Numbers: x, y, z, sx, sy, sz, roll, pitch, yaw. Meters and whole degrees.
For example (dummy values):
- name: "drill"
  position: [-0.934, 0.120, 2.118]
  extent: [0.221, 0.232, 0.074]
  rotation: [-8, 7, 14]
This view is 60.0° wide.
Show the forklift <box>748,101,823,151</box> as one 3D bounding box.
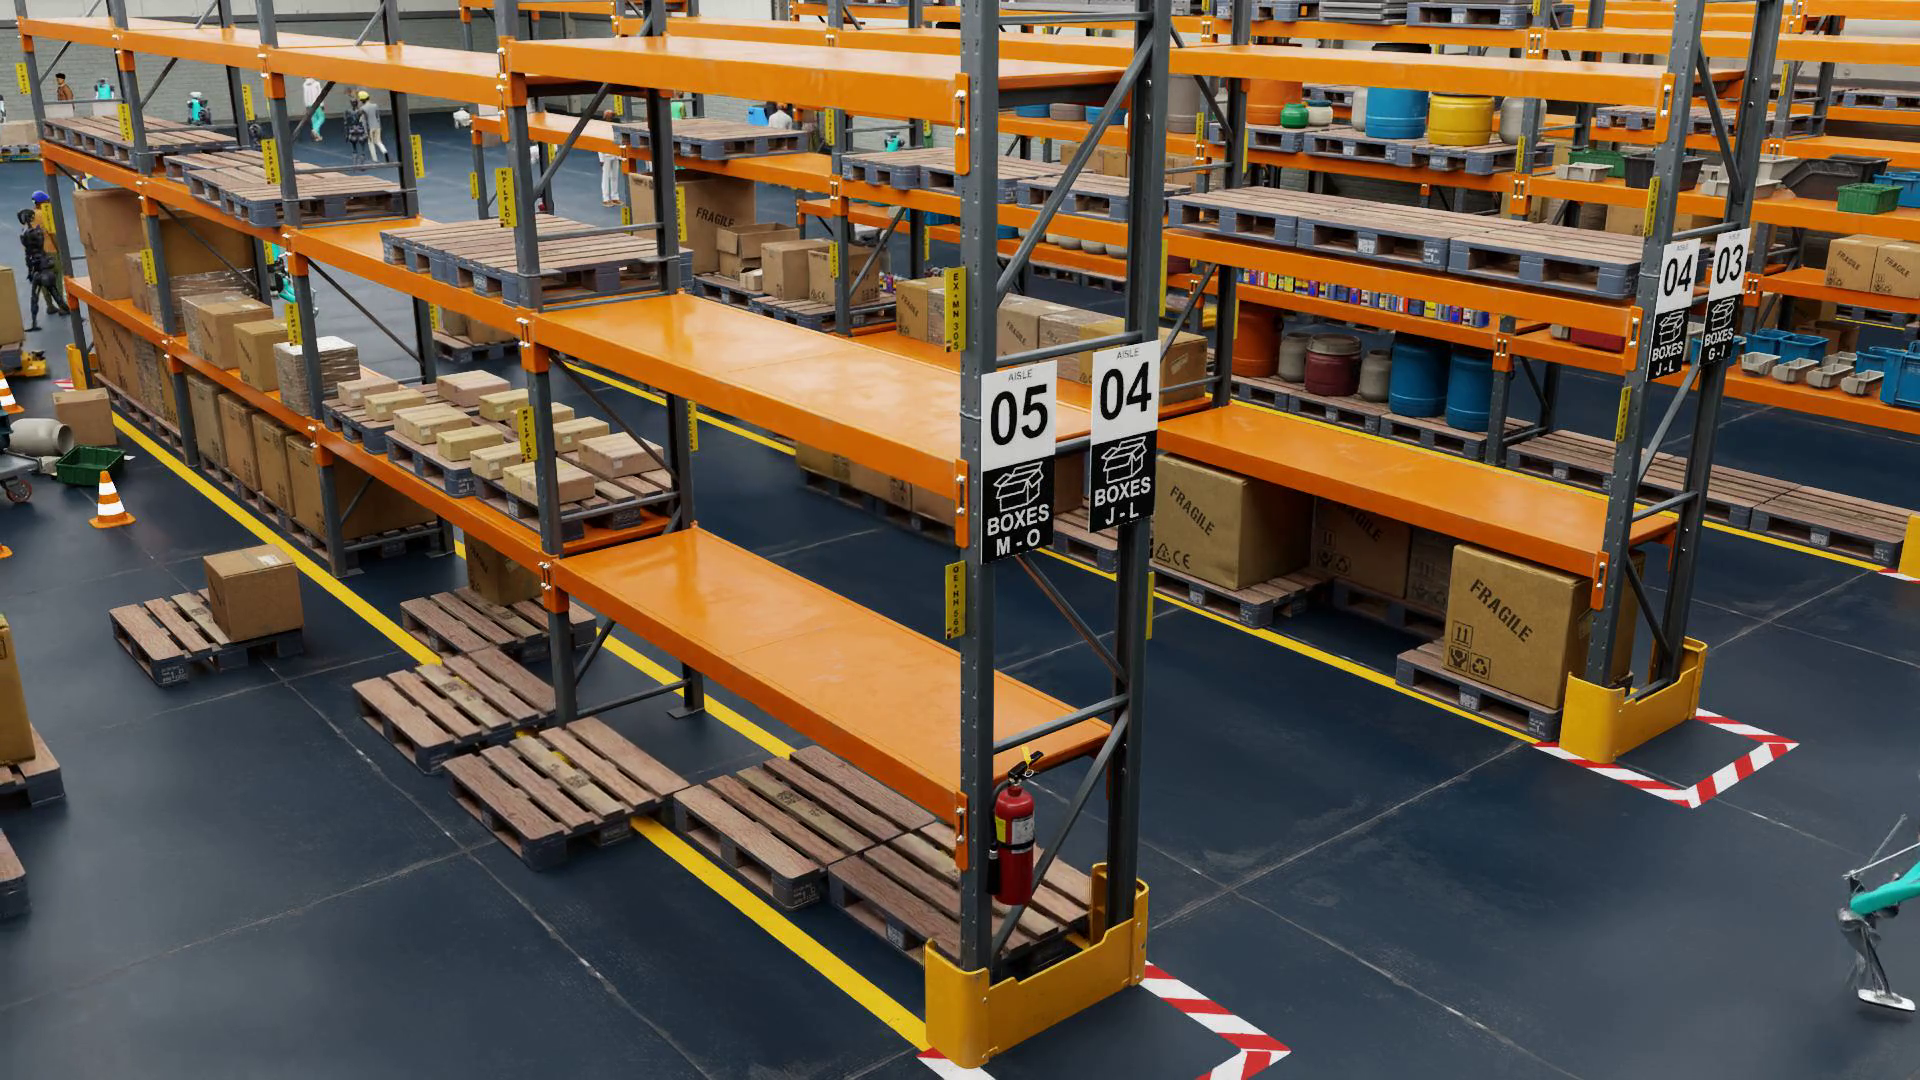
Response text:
- name: "forklift"
  position: [-4.526, -11.368, 42.374]
  extent: [1.129, 2.768, 1.873]
  rotation: [-15, 24, -37]

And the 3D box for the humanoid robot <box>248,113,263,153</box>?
- name: "humanoid robot"
  position: [-14.925, -8.241, 35.298]
  extent: [0.715, 1.630, 0.605]
  rotation: [-3, 20, -9]

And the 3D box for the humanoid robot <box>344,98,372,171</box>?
- name: "humanoid robot"
  position: [-13.992, -9.423, 38.636]
  extent: [0.607, 1.642, 0.453]
  rotation: [-3, 20, -8]

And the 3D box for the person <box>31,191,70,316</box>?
- name: "person"
  position: [-12.619, -3.981, 23.081]
  extent: [0.439, 1.718, 0.353]
  rotation: [9, 21, 25]

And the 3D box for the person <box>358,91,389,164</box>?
- name: "person"
  position: [-14.001, -9.817, 39.645]
  extent: [0.522, 1.736, 0.551]
  rotation: [15, 24, 36]

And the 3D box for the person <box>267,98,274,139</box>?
- name: "person"
  position: [-18.493, -11.601, 44.797]
  extent: [0.318, 1.696, 0.532]
  rotation: [-8, 21, -22]

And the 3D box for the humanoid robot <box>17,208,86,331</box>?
- name: "humanoid robot"
  position: [-12.210, -3.604, 22.166]
  extent: [0.595, 1.639, 0.786]
  rotation: [16, 25, 38]

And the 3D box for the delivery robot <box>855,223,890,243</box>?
- name: "delivery robot"
  position: [-1.626, -5.408, 28.923]
  extent: [0.807, 0.613, 0.499]
  rotation: [-16, 25, -38]

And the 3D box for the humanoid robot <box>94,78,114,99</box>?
- name: "humanoid robot"
  position: [-22.341, -11.088, 43.353]
  extent: [0.544, 1.816, 0.726]
  rotation: [2, 19, 5]

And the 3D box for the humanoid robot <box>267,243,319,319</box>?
- name: "humanoid robot"
  position: [-8.374, -3.256, 20.866]
  extent: [0.729, 1.707, 0.530]
  rotation: [-2, 19, -6]

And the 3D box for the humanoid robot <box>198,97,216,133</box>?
- name: "humanoid robot"
  position: [-17.544, -9.456, 38.709]
  extent: [0.366, 1.649, 0.589]
  rotation: [0, 19, 0]

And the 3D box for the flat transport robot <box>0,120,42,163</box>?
- name: "flat transport robot"
  position: [-22.909, -9.399, 40.685]
  extent: [1.431, 0.231, 0.659]
  rotation: [-6, 20, -15]

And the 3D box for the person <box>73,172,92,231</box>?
- name: "person"
  position: [-15.822, -6.478, 29.928]
  extent: [0.379, 1.890, 0.543]
  rotation: [-11, 22, -28]

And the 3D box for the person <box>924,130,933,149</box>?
- name: "person"
  position: [-0.701, -7.419, 32.847]
  extent: [0.471, 1.735, 0.326]
  rotation: [-18, 26, -42]

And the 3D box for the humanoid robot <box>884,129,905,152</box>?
- name: "humanoid robot"
  position: [-1.436, -6.629, 30.704]
  extent: [0.856, 1.851, 0.548]
  rotation: [-15, 24, -36]

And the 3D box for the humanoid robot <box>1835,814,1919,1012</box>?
- name: "humanoid robot"
  position: [4.377, 1.468, 7.707]
  extent: [0.728, 1.902, 0.542]
  rotation: [7, 21, 20]

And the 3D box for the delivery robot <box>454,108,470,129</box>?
- name: "delivery robot"
  position: [-14.451, -12.257, 48.343]
  extent: [0.499, 0.564, 0.737]
  rotation: [-12, 23, -31]

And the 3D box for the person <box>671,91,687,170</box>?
- name: "person"
  position: [-6.403, -9.367, 38.020]
  extent: [0.405, 1.980, 0.485]
  rotation: [-18, 26, -41]

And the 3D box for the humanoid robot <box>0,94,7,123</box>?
- name: "humanoid robot"
  position: [-23.461, -10.069, 40.388]
  extent: [0.537, 1.797, 0.737]
  rotation: [-6, 20, -17]

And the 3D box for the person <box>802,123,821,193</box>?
- name: "person"
  position: [-3.149, -8.165, 34.944]
  extent: [0.564, 1.741, 0.472]
  rotation: [-14, 24, -35]

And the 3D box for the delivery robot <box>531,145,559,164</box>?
- name: "delivery robot"
  position: [-10.015, -9.351, 40.141]
  extent: [0.499, 0.611, 0.814]
  rotation: [7, 21, 19]

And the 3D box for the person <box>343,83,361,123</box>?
- name: "person"
  position: [-18.217, -13.419, 49.735]
  extent: [0.523, 1.861, 0.560]
  rotation: [14, 24, 34]

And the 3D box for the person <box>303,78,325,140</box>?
- name: "person"
  position: [-17.442, -11.729, 44.862]
  extent: [0.508, 1.896, 0.541]
  rotation: [3, 20, 7]

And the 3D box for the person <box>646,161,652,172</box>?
- name: "person"
  position: [-5.053, -5.943, 28.293]
  extent: [0.605, 1.966, 0.368]
  rotation: [16, 25, 38]

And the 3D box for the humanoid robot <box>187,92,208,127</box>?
- name: "humanoid robot"
  position: [-18.109, -9.666, 39.244]
  extent: [0.817, 1.763, 0.531]
  rotation: [8, 21, 22]

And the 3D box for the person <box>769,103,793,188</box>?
- name: "person"
  position: [-3.859, -8.618, 36.076]
  extent: [0.567, 1.852, 0.895]
  rotation: [3, 20, 7]

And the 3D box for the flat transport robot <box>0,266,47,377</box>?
- name: "flat transport robot"
  position: [-11.648, -2.032, 19.719]
  extent: [1.431, 0.231, 0.659]
  rotation: [-10, 22, -25]

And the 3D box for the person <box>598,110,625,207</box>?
- name: "person"
  position: [-6.968, -7.619, 33.189]
  extent: [0.356, 1.881, 0.573]
  rotation: [14, 24, 34]

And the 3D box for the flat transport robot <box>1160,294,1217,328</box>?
- name: "flat transport robot"
  position: [3.051, -3.161, 22.934]
  extent: [0.659, 0.231, 1.431]
  rotation: [-13, 23, -33]

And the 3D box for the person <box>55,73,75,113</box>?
- name: "person"
  position: [-23.648, -11.418, 44.036]
  extent: [0.796, 1.854, 0.386]
  rotation: [16, 25, 38]
